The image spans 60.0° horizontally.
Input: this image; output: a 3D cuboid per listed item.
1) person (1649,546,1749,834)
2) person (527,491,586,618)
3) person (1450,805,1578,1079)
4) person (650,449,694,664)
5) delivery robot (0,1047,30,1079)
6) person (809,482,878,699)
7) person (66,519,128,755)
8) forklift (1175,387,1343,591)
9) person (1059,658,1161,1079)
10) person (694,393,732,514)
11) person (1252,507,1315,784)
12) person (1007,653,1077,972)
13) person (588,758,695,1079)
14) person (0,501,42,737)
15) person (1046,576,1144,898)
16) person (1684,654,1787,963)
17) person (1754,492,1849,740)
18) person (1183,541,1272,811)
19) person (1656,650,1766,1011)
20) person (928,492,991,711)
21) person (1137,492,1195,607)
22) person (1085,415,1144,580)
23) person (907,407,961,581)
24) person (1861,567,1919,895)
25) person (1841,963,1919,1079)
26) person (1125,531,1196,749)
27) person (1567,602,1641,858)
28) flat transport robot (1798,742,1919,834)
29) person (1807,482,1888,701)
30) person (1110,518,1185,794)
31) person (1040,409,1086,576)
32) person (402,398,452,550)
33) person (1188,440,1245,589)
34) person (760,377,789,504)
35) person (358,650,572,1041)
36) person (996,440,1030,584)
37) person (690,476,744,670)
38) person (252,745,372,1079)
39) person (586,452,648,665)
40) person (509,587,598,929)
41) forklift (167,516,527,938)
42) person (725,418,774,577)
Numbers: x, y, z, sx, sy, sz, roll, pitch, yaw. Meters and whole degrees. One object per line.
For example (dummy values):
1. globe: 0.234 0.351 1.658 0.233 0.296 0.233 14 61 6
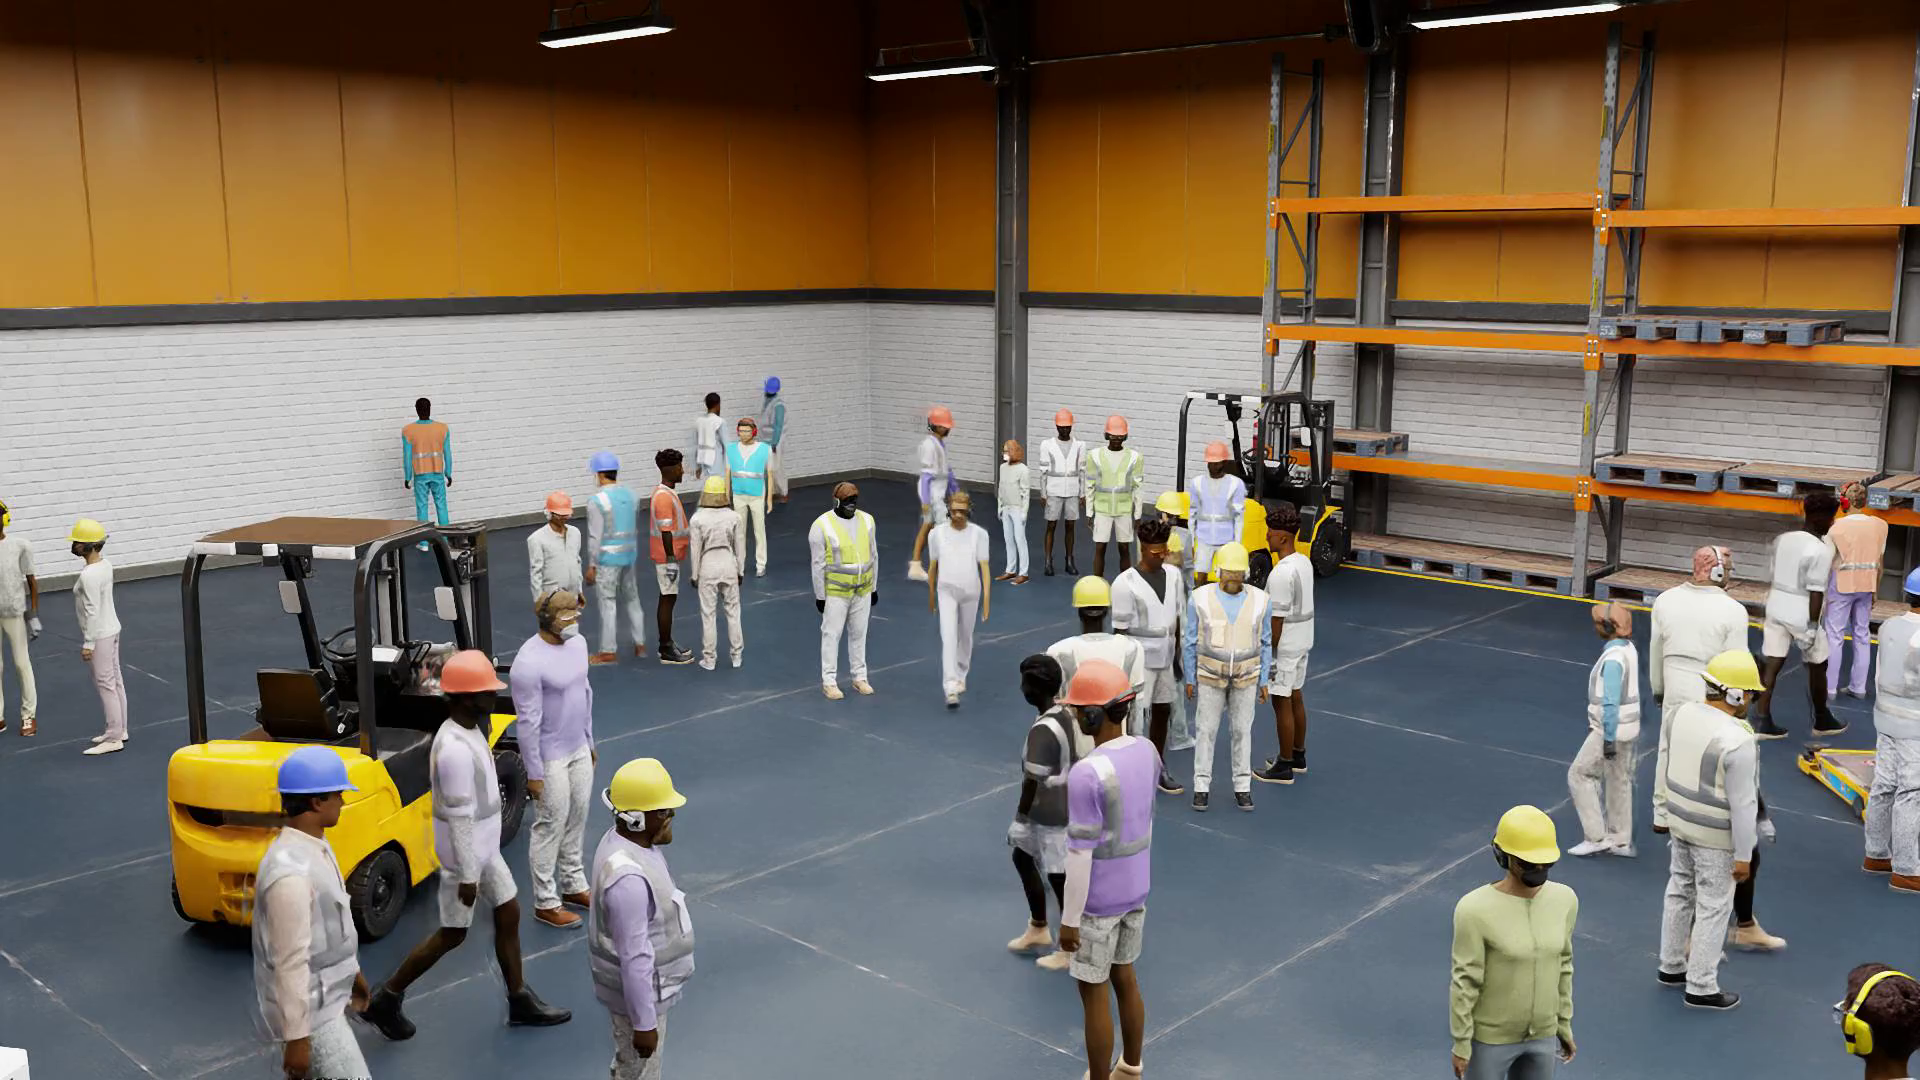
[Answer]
1. person: 4.711 0.977 10.575 0.400 1.903 0.645 -6 12 -33
2. person: -3.362 0.450 14.004 0.340 1.747 0.569 6 12 32
3. person: 2.045 1.825 6.135 0.533 1.768 0.310 -3 11 -18
4. person: -2.640 0.141 15.153 0.366 1.967 0.603 -2 10 -11
5. delivery robot: -4.105 2.287 6.685 0.477 0.478 0.707 2 10 11
6. person: -0.955 0.419 13.967 0.619 1.836 0.431 -7 12 -35
7. person: -6.452 0.716 12.442 0.303 1.772 0.522 -3 10 -15
8. forklift: 3.298 -0.608 18.767 1.214 2.155 2.313 9 13 42
9. person: 0.612 1.510 7.184 0.411 2.032 0.611 7 12 36
10. person: -3.236 -1.010 21.998 0.968 1.874 0.600 -8 13 -40
11. person: 2.303 0.740 11.774 0.375 1.957 0.607 5 11 29
12. person: 0.415 1.425 8.674 0.559 1.669 0.544 1 10 5
13. person: -1.230 1.733 6.468 0.403 1.830 0.600 -2 10 -13
14. person: -7.370 0.599 12.820 0.521 1.873 0.336 -2 10 -9
15. person: 0.737 1.156 9.504 0.633 1.918 0.402 -3 10 -15
16. person: 4.125 1.419 8.694 0.688 1.671 0.545 3 11 19
17. person: 6.523 0.582 12.759 0.916 1.912 0.600 -3 10 -17
18. person: 1.794 0.911 11.148 0.590 1.835 0.404 0 10 2
19. person: 3.720 1.430 8.242 0.403 1.818 0.606 -2 10 -12
20. person: -0.005 0.478 13.749 0.517 1.779 1.023 0 10 -2
21. person: 1.725 0.451 14.004 0.531 1.753 0.409 -4 11 -21
22. person: 1.621 -0.310 17.541 0.610 2.035 0.410 1 10 6
23. person: -0.237 -0.496 18.645 0.822 2.003 0.668 1 10 6
24. person: 5.588 1.097 9.763 0.391 1.948 0.605 0 10 0
25. person: 2.465 2.060 4.539 0.512 1.862 0.322 -1 10 -8
26. person: 1.447 0.775 12.279 0.858 1.704 0.484 -4 11 -20
27. person: 3.969 1.174 10.270 0.480 1.620 0.508 7 12 34
28. flat transport robot: 6.294 1.670 11.269 0.652 0.197 1.431 1 10 7
29. person: 7.399 0.439 13.831 0.560 1.836 0.392 -1 10 -6
30. person: 1.294 0.810 11.385 0.618 1.953 0.386 -8 12 -37
31. person: 1.195 -0.549 19.163 0.547 1.937 0.379 -2 10 -9
32. person: -6.643 -0.820 20.778 0.588 1.913 0.391 -5 11 -25
33. person: 2.459 0.000 16.055 0.546 1.935 0.386 3 10 18
34. person: -2.768 -1.484 24.638 0.387 1.895 0.700 -4 11 -22
35. person: -2.397 1.456 7.875 0.927 1.908 0.550 -2 10 -9
36. person: 0.603 -0.319 18.752 0.278 1.628 0.505 -7 12 -36
37. person: -2.184 0.289 14.944 0.492 1.742 0.320 -4 11 -22
38. person: -2.381 1.722 6.252 0.502 1.924 0.633 -3 10 -17
39. person: -3.142 0.175 15.105 0.443 1.934 0.699 7 12 34
40. person: -2.236 1.199 9.251 0.381 1.927 0.641 3 11 18
41. forklift: -3.583 0.976 9.748 1.214 2.155 2.313 2 10 11
42. person: -2.415 -0.490 19.098 0.572 1.840 0.373 2 10 9
